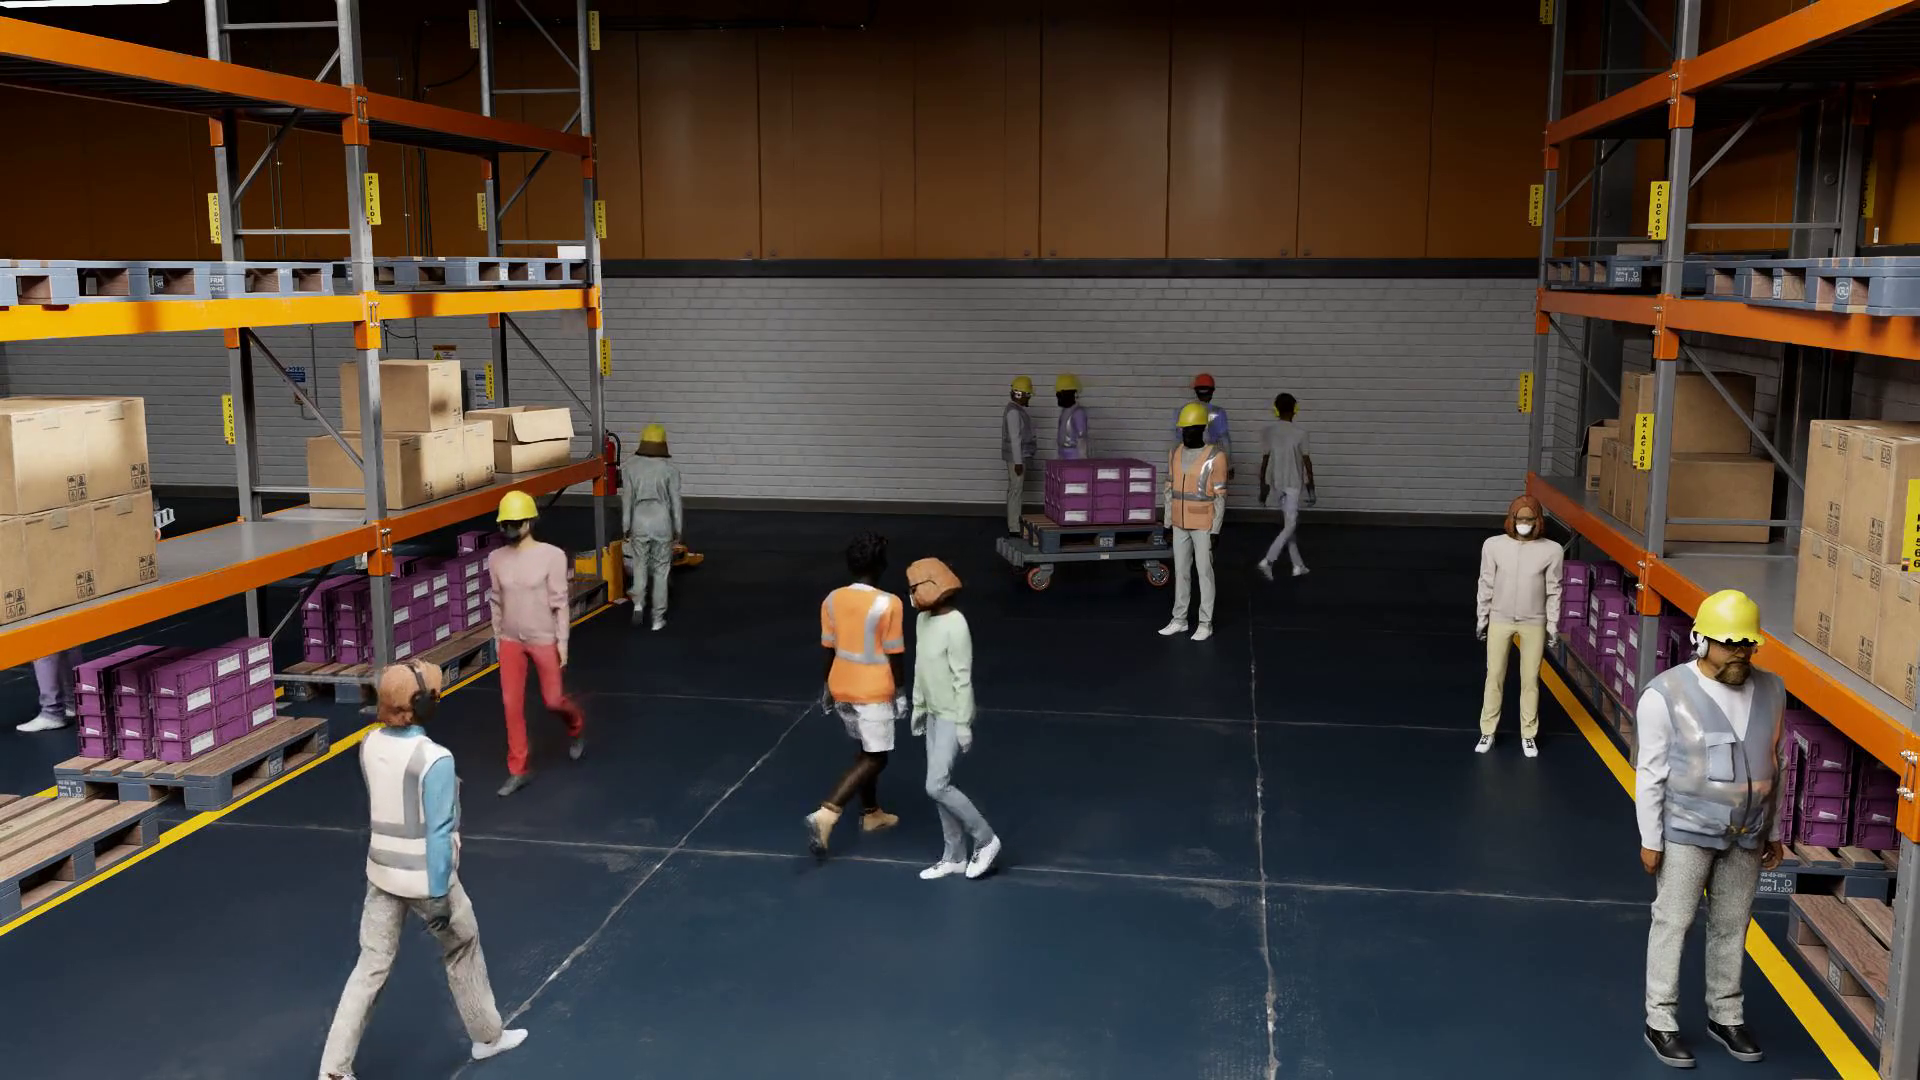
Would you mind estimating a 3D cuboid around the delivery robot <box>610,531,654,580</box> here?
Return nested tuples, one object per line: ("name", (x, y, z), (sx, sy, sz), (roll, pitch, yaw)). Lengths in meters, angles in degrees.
("delivery robot", (-3.035, 0.153, 15.587), (0.707, 0.478, 0.477), (9, 13, 43))

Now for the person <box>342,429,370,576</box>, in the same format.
("person", (-5.725, -0.525, 16.125), (0.589, 1.833, 0.404), (7, 11, 37))

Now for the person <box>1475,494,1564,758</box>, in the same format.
("person", (3.441, 0.526, 10.261), (0.499, 1.632, 0.281), (3, 10, 21))

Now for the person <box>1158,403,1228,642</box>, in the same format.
("person", (1.889, -0.147, 13.504), (0.587, 1.927, 0.364), (9, 13, 44))

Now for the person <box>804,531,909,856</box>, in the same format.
("person", (-0.550, 0.784, 8.555), (0.520, 1.665, 0.738), (9, 13, 43))

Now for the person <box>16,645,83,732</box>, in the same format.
("person", (-6.017, 0.292, 10.863), (0.403, 1.906, 0.651), (0, 9, -2))

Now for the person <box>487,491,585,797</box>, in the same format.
("person", (-2.463, 0.560, 9.679), (0.523, 1.748, 0.686), (2, 9, 13))

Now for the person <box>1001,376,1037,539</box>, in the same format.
("person", (0.662, -0.917, 18.574), (0.403, 1.824, 0.586), (0, 9, 1))

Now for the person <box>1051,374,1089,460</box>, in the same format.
("person", (1.063, -0.809, 17.688), (0.886, 1.892, 0.598), (-1, 9, -9))

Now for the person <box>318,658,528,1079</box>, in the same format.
("person", (-2.017, 1.225, 6.054), (0.528, 1.599, 0.844), (6, 11, 35))

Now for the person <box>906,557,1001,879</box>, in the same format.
("person", (-0.072, 0.885, 8.153), (0.361, 1.605, 0.522), (-4, 10, -22))

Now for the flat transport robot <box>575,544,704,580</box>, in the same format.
("flat transport robot", (-3.261, 0.197, 16.475), (0.652, 0.197, 1.431), (6, 11, 32))

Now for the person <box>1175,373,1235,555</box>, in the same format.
("person", (2.604, -0.812, 17.680), (0.582, 1.894, 0.738), (6, 11, 34))

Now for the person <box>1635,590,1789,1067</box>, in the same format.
("person", (2.838, 1.080, 6.273), (0.584, 1.824, 0.403), (-1, 9, -9))

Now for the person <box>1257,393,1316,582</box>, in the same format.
("person", (3.153, -0.511, 16.099), (0.534, 1.825, 0.901), (9, 13, 42))

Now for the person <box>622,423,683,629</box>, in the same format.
("person", (-2.558, -0.111, 13.859), (0.511, 1.728, 0.387), (0, 9, 2))
